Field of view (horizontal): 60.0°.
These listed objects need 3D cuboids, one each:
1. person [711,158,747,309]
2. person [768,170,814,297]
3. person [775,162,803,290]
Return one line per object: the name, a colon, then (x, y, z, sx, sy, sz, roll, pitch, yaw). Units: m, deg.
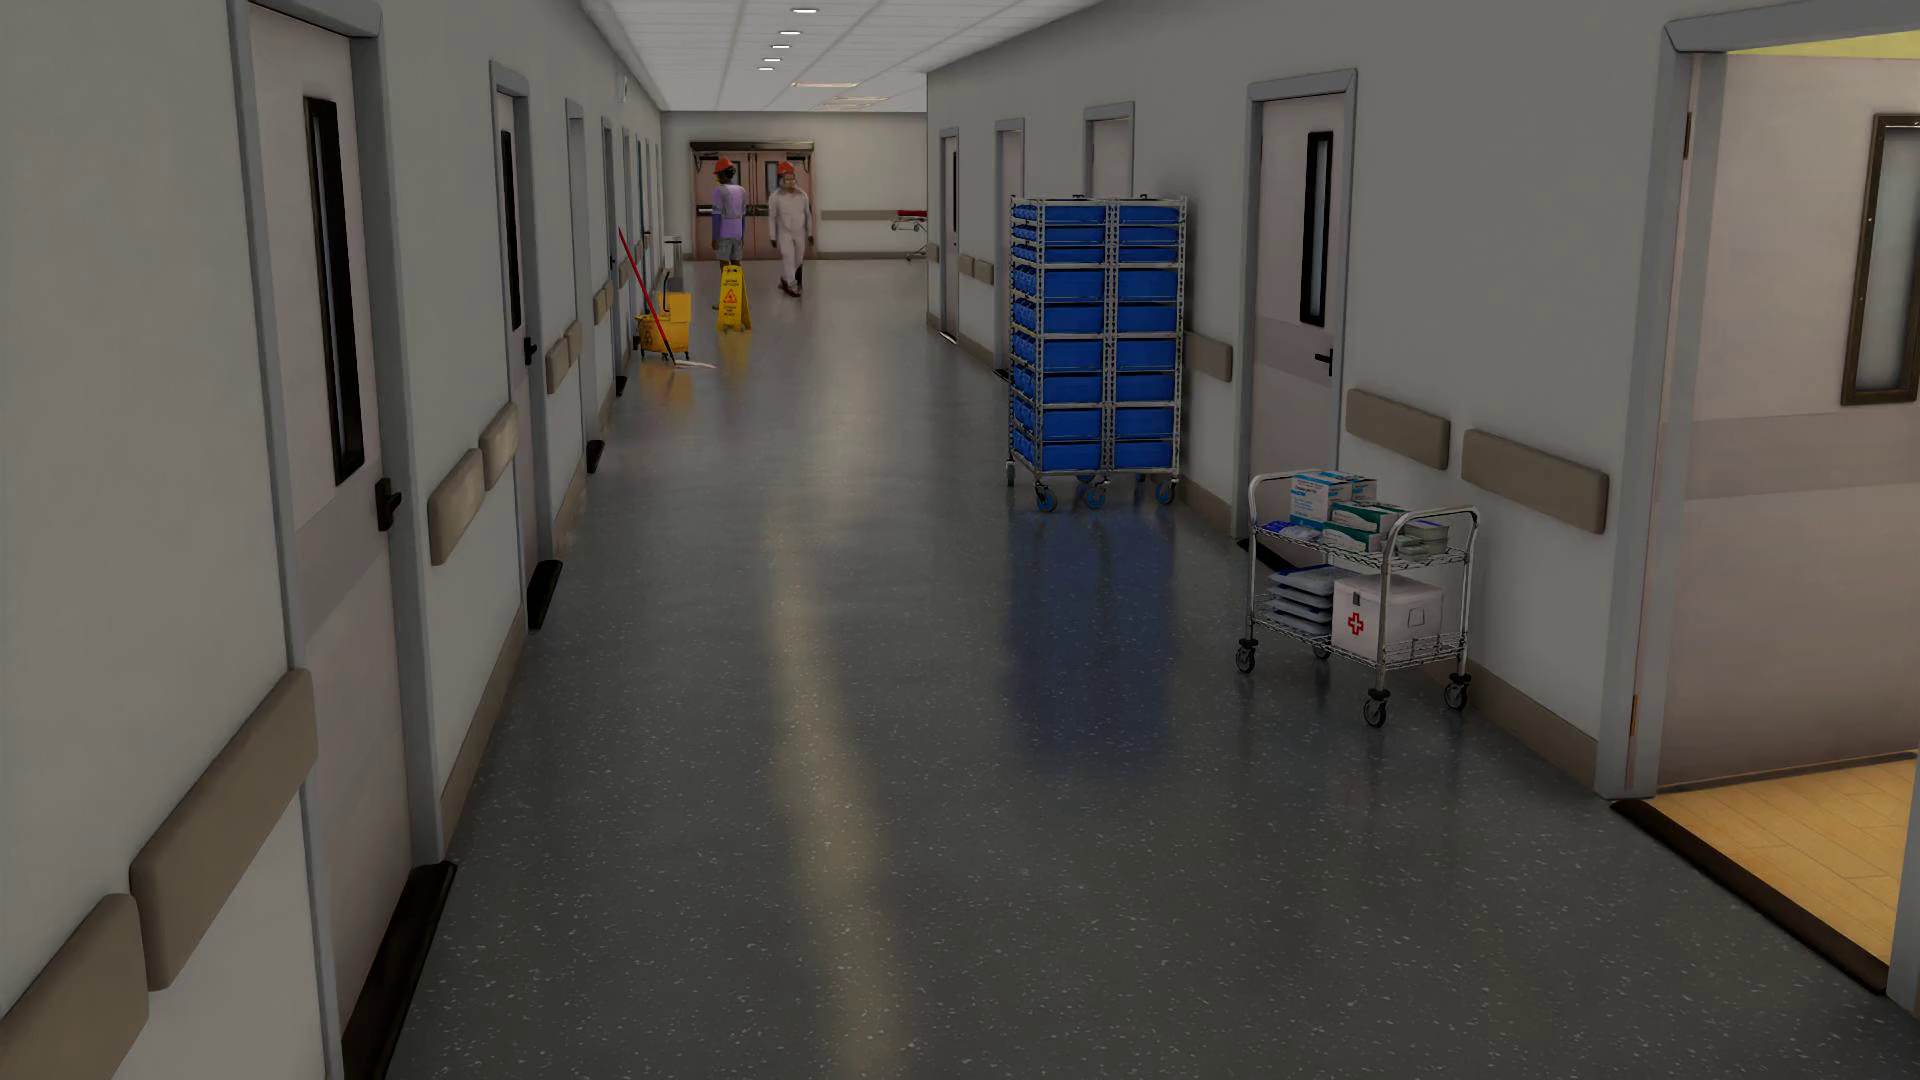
person: (-3.162, -4.148, 22.603, 0.411, 2.032, 0.611, 9, 15, 34)
person: (-2.565, -4.610, 24.982, 0.639, 1.881, 0.848, -8, 15, -30)
person: (-2.680, -4.899, 26.013, 0.398, 1.989, 0.621, -5, 14, -20)
